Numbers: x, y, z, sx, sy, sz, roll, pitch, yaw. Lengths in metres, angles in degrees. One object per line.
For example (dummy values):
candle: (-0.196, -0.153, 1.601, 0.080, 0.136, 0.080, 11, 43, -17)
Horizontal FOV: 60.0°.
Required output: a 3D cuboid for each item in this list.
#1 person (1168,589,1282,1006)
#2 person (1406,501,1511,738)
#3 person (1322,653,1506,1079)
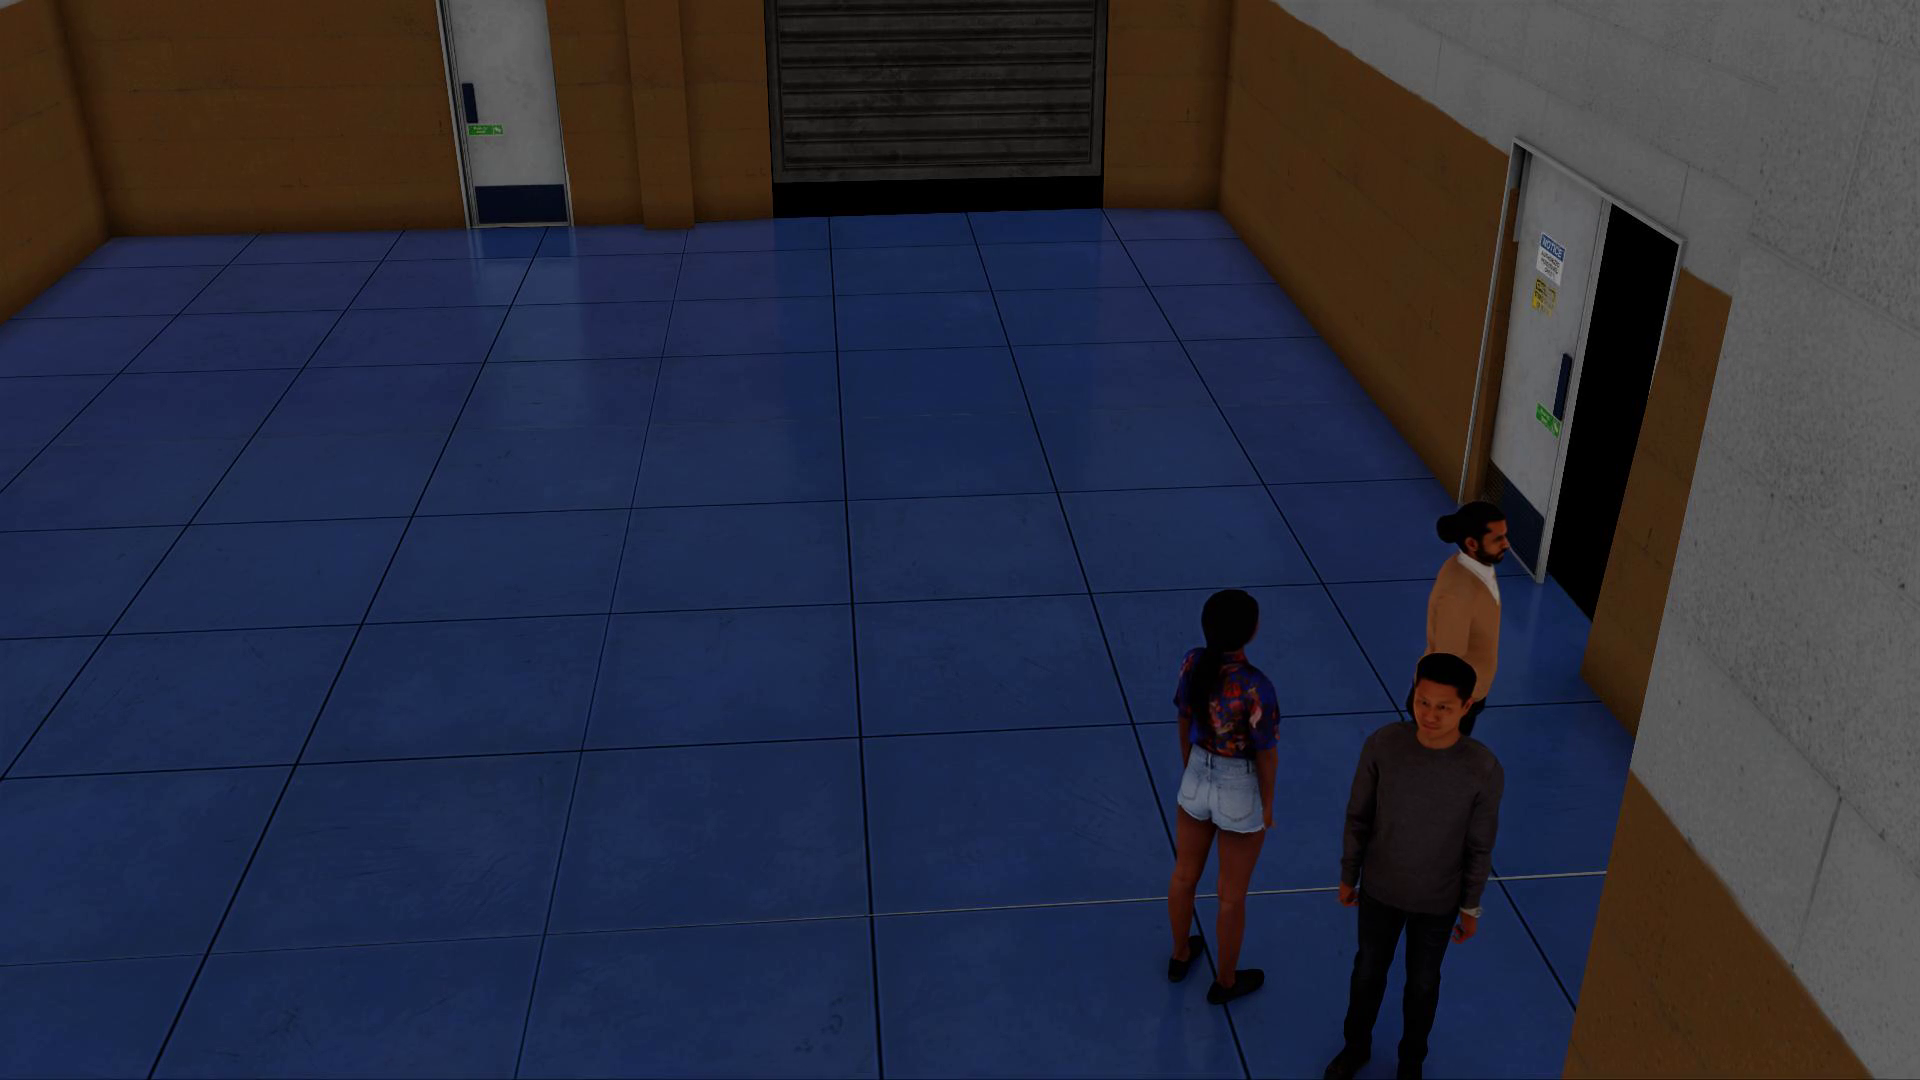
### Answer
person: (0.961, 0.944, 6.136, 0.663, 1.743, 0.713, 23, 35, 37)
person: (1.980, 0.637, 6.723, 0.747, 1.754, 0.752, 11, 29, 21)
person: (1.546, 1.167, 5.667, 0.648, 1.769, 0.774, -9, 28, -17)
